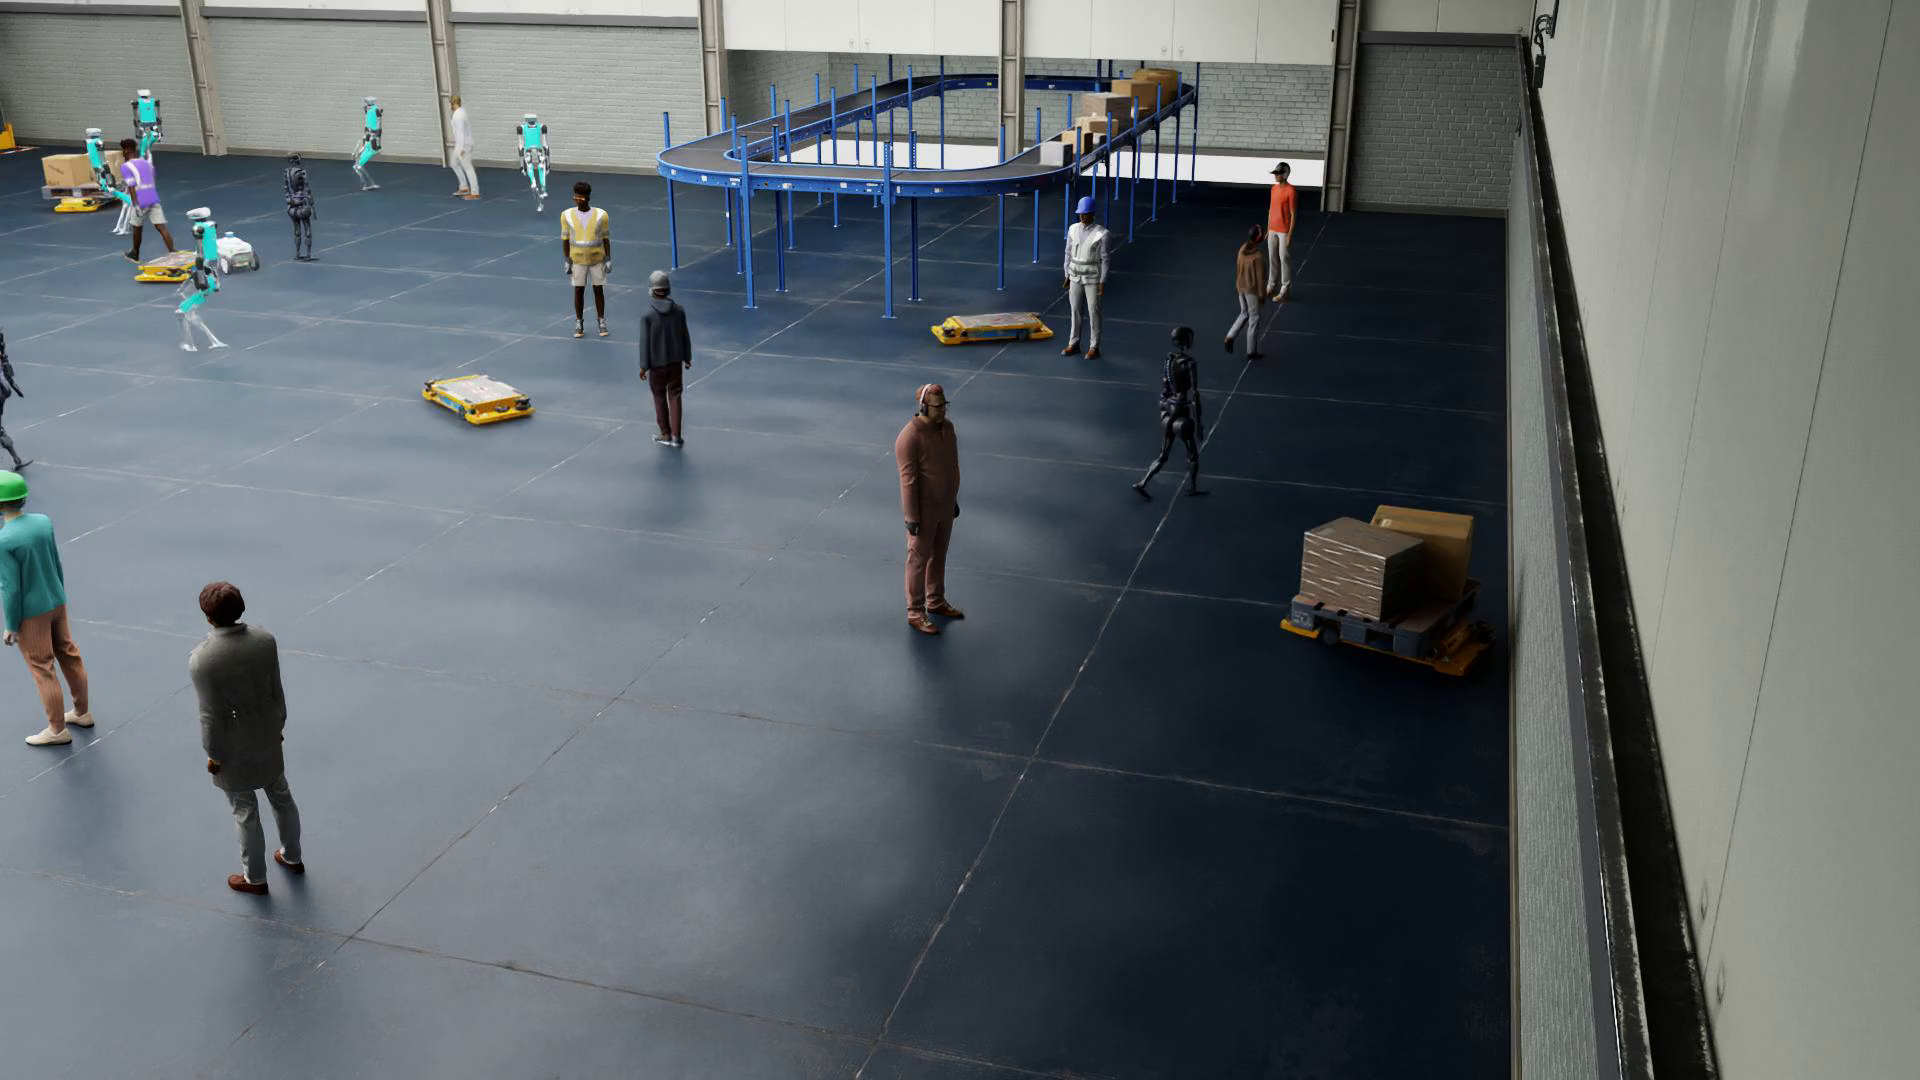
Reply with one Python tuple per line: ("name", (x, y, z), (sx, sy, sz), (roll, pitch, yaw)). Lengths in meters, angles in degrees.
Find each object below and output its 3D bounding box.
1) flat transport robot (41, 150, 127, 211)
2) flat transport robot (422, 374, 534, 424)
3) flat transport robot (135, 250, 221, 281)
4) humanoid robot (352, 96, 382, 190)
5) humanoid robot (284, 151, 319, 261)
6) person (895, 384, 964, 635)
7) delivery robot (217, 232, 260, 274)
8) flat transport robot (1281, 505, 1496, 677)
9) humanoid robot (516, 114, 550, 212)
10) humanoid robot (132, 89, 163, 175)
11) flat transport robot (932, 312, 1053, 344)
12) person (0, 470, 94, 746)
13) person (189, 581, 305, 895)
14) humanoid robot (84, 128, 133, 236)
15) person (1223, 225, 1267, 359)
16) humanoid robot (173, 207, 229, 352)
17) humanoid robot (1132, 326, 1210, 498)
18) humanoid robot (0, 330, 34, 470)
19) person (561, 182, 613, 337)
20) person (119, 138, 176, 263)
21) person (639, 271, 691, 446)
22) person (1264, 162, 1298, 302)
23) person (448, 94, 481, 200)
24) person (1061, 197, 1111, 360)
("flat transport robot", (-15.830, -6.182, 30.212), (0.659, 0.231, 1.431), (-3, 21, -7))
("flat transport robot", (-5.288, -1.554, 18.208), (0.659, 0.231, 1.431), (-17, 27, -37))
("flat transport robot", (-11.615, -4.081, 24.761), (0.659, 0.231, 1.431), (1, 21, 2))
("humanoid robot", (-11.259, -7.471, 31.463), (0.534, 1.762, 0.735), (19, 28, 40))
("humanoid robot", (-10.138, -5.133, 25.531), (0.602, 1.654, 0.320), (12, 24, 29))
("person", (-0.203, -0.252, 12.557), (0.414, 1.908, 0.642), (13, 25, 30))
("delivery robot", (-10.903, -4.300, 24.956), (0.805, 0.612, 0.499), (20, 29, 41))
("flat transport robot", (3.198, 0.663, 12.458), (1.431, 0.231, 0.659), (15, 26, 33))
("humanoid robot", (-7.398, -6.525, 29.050), (0.545, 1.732, 1.027), (-8, 22, -20))
("humanoid robot", (-16.196, -8.048, 33.094), (0.806, 1.821, 0.534), (19, 28, 41))
("flat transport robot", (0.412, -2.693, 21.161), (1.431, 0.231, 0.659), (-5, 22, -13))
("person", (-6.007, 0.443, 10.797), (0.356, 1.876, 0.516), (5, 22, 12))
("person", (-3.950, 1.088, 9.186), (0.365, 1.832, 0.504), (13, 25, 30))
("humanoid robot", (-13.940, -5.916, 27.456), (0.531, 1.771, 0.687), (18, 28, 39))
("person", (3.474, -2.967, 19.948), (0.460, 1.639, 0.488), (-13, 24, -30))
("humanoid robot", (-9.414, -3.167, 20.368), (0.759, 1.789, 0.551), (-1, 21, -3))
("humanoid robot", (1.972, -1.159, 15.312), (0.764, 1.654, 0.603), (-9, 23, -22))
("humanoid robot", (-9.399, -1.482, 16.144), (0.794, 1.620, 0.605), (5, 22, 13))
("person", (-4.711, -3.551, 21.037), (0.602, 1.961, 0.372), (-4, 22, -11))
("person", (-12.381, -5.106, 25.174), (1.035, 1.877, 0.615), (8, 23, 21))
("person", (-2.976, -1.822, 16.769), (0.572, 1.803, 0.494), (-12, 24, -29))
("person", (4.386, -4.240, 22.897), (0.410, 1.909, 0.478), (-13, 24, -30))
("person", (-9.228, -7.272, 30.783), (0.591, 1.902, 0.651), (-4, 21, -11))
("person", (1.517, -3.161, 20.044), (0.604, 1.948, 0.382), (14, 25, 32))
